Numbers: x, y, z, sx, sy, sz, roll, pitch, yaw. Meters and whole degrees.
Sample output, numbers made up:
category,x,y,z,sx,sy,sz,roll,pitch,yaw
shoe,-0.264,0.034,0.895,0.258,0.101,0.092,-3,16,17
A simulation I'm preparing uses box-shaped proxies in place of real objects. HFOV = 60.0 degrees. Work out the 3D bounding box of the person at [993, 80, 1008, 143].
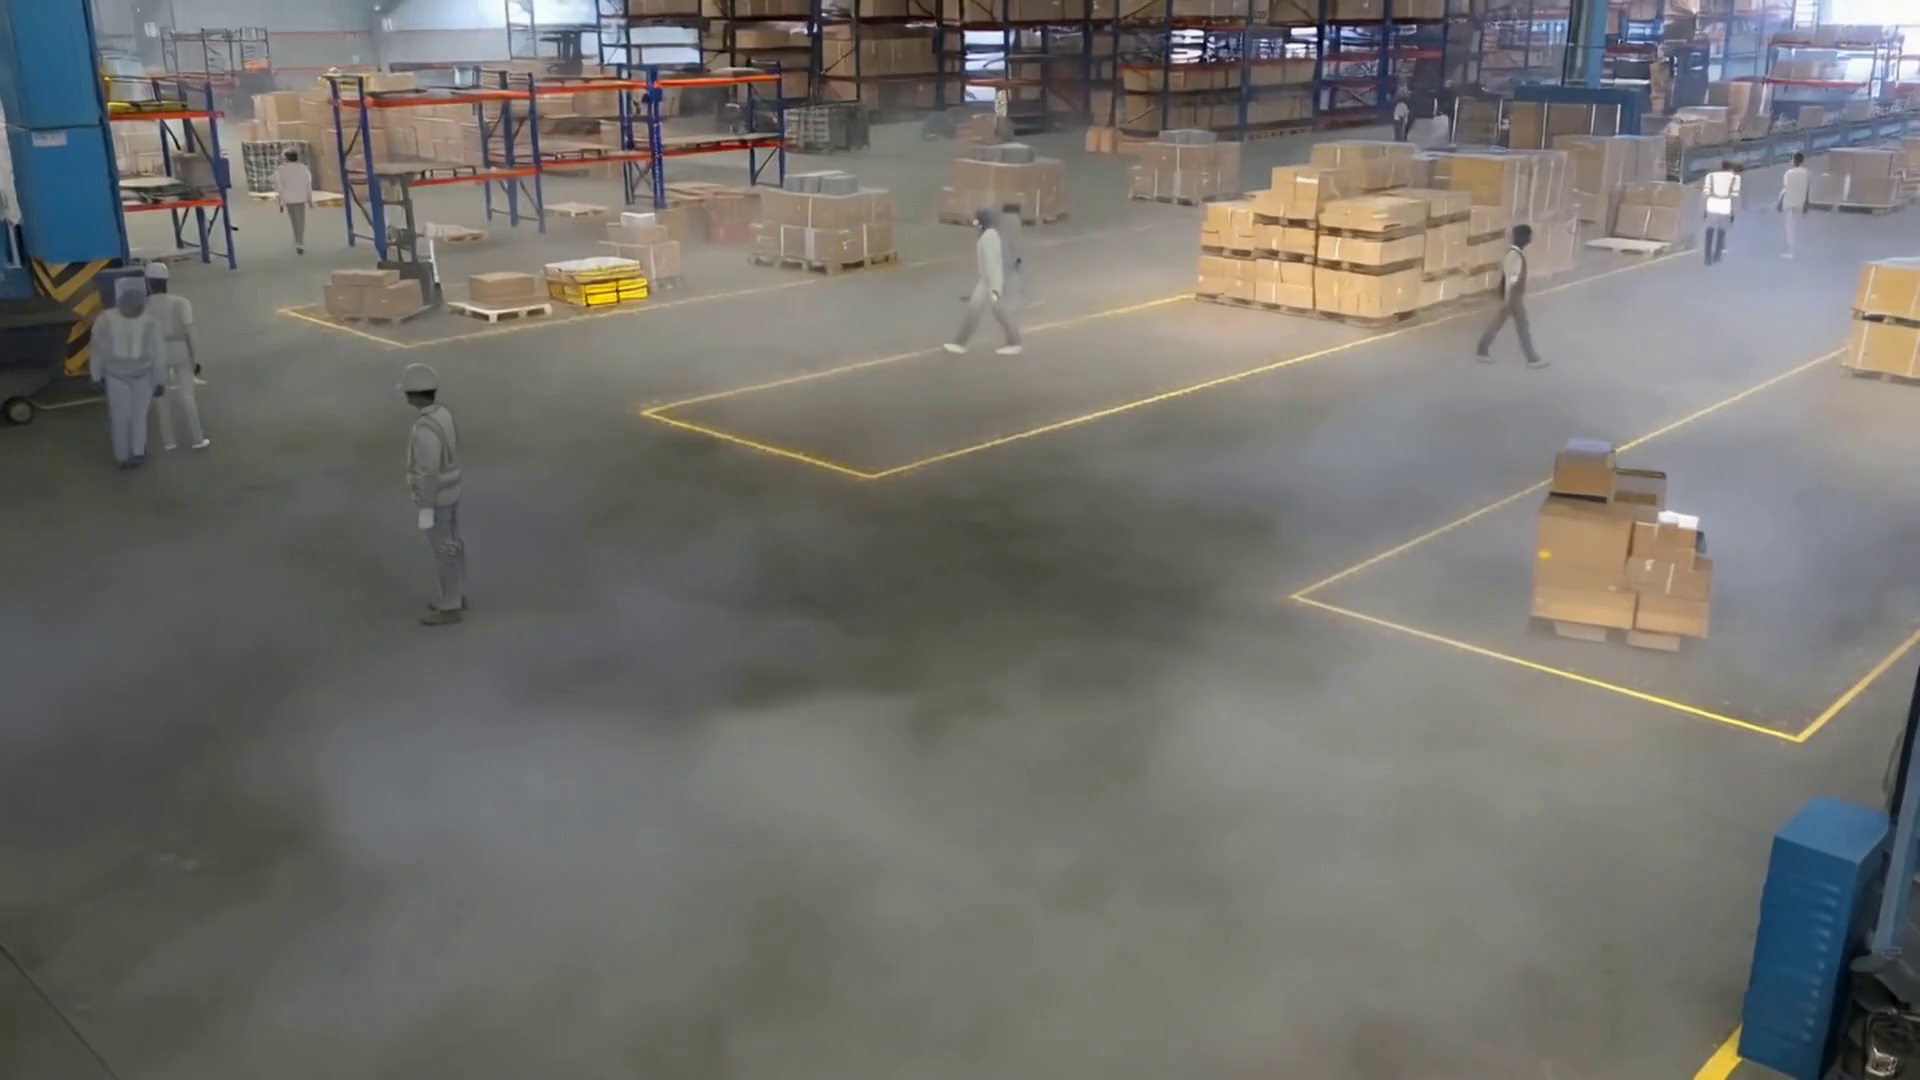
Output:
category,x,y,z,sx,sy,sz,roll,pitch,yaw
person,1.233,-13.046,50.685,0.412,1.862,0.579,-11,21,-29

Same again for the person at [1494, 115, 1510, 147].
category,x,y,z,sx,sy,sz,roll,pitch,yaw
person,11.949,-8.419,36.719,0.328,1.877,0.513,17,25,42

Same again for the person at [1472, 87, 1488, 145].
category,x,y,z,sx,sy,sz,roll,pitch,yaw
person,15.362,-12.473,49.129,0.576,1.743,0.538,-15,24,-39

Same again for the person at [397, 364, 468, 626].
category,x,y,z,sx,sy,sz,roll,pitch,yaw
person,-3.862,-0.334,12.243,0.387,1.949,0.602,-2,18,-5

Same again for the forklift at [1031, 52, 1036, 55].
category,x,y,z,sx,sy,sz,roll,pitch,yaw
forklift,3.657,-21.935,75.870,1.873,2.768,1.129,16,24,41

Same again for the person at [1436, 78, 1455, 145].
category,x,y,z,sx,sy,sz,roll,pitch,yaw
person,14.426,-12.660,49.308,0.622,1.992,0.395,-14,23,-36

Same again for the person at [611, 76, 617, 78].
category,x,y,z,sx,sy,sz,roll,pitch,yaw
person,-11.918,-15.227,57.616,0.315,1.629,0.509,-17,25,-41

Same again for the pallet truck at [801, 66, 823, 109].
category,x,y,z,sx,sy,sz,roll,pitch,yaw
pallet truck,-4.812,-15.182,56.903,0.823,1.965,1.885,-9,21,-26

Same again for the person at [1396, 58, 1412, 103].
category,x,y,z,sx,sy,sz,roll,pitch,yaw
person,18.199,-18.882,68.204,0.639,1.902,0.407,7,20,20

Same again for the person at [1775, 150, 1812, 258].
category,x,y,z,sx,sy,sz,roll,pitch,yaw
person,14.551,-5.869,29.081,0.505,1.846,0.519,-4,19,-11

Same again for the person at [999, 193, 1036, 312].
category,x,y,z,sx,sy,sz,roll,pitch,yaw
person,0.816,-4.158,24.104,0.711,1.717,0.507,-15,24,-38

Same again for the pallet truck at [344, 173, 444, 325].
category,x,y,z,sx,sy,sz,roll,pitch,yaw
pallet truck,-8.209,-4.181,23.757,0.823,1.965,1.885,3,19,9

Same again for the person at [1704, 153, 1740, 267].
category,x,y,z,sx,sy,sz,roll,pitch,yaw
person,12.896,-5.604,28.260,0.541,1.886,1.055,8,20,23

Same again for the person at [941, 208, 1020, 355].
category,x,y,z,sx,sy,sz,roll,pitch,yaw
person,0.305,-3.291,21.261,1.032,1.878,0.651,2,18,6

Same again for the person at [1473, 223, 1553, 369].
category,x,y,z,sx,sy,sz,roll,pitch,yaw
person,6.887,-3.020,20.584,0.955,1.794,0.527,7,20,20

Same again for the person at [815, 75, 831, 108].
category,x,y,z,sx,sy,sz,roll,pitch,yaw
person,-4.593,-14.484,55.108,0.804,1.819,0.620,12,22,32

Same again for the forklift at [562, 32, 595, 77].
category,x,y,z,sx,sy,sz,roll,pitch,yaw
forklift,-15.883,-19.452,68.388,1.129,2.768,1.873,17,25,41

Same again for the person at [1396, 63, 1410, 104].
category,x,y,z,sx,sy,sz,roll,pitch,yaw
person,17.848,-18.381,67.061,0.718,1.659,0.542,-11,21,-30

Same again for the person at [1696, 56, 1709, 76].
category,x,y,z,sx,sy,sz,roll,pitch,yaw
person,32.558,-20.371,73.009,0.557,1.681,0.357,8,20,22

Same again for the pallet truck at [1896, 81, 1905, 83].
category,x,y,z,sx,sy,sz,roll,pitch,yaw
pallet truck,34.802,-16.331,61.455,0.653,1.274,1.630,17,25,41

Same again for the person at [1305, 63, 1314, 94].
category,x,y,z,sx,sy,sz,roll,pitch,yaw
person,14.426,-18.757,68.310,0.739,1.609,0.511,16,24,40

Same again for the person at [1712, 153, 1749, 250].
category,x,y,z,sx,sy,sz,roll,pitch,yaw
person,13.840,-6.092,29.930,0.555,1.725,0.483,1,18,2

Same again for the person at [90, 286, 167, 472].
category,x,y,z,sx,sy,sz,roll,pitch,yaw
person,-8.058,-1.564,16.195,0.697,1.794,0.635,-12,22,-32

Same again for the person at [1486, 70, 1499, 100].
category,x,y,z,sx,sy,sz,roll,pitch,yaw
person,21.909,-19.027,68.635,0.643,1.905,0.399,-9,20,-25

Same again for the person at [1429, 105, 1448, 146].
category,x,y,z,sx,sy,sz,roll,pitch,yaw
person,12.613,-10.700,44.009,0.506,1.610,0.686,-3,19,-8

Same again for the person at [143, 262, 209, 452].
category,x,y,z,sx,sy,sz,roll,pitch,yaw
person,-8.004,-1.842,16.834,0.585,1.920,0.374,-4,19,-11

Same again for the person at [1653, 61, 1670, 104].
category,x,y,z,sx,sy,sz,roll,pitch,yaw
person,28.567,-18.685,67.636,0.981,1.897,0.561,-16,24,-40

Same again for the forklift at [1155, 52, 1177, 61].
category,x,y,z,sx,sy,sz,roll,pitch,yaw
forklift,6.703,-14.732,54.168,1.129,2.768,1.873,17,25,41

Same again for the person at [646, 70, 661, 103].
category,x,y,z,sx,sy,sz,roll,pitch,yaw
person,-10.381,-14.973,56.417,0.606,1.908,0.399,8,20,22

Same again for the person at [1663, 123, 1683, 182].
category,x,y,z,sx,sy,sz,roll,pitch,yaw
person,15.798,-8.377,36.887,0.323,1.689,0.537,-2,19,-7

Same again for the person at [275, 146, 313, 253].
category,x,y,z,sx,sy,sz,roll,pitch,yaw
person,-11.875,-6.078,29.695,0.577,1.871,1.000,-3,19,-8

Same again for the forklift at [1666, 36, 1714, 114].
category,x,y,z,sx,sy,sz,roll,pitch,yaw
forklift,27.341,-17.291,61.877,1.129,2.768,1.873,17,25,41

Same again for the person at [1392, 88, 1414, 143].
category,x,y,z,sx,sy,sz,roll,pitch,yaw
person,11.605,-10.784,43.583,0.537,2.000,0.682,2,18,6

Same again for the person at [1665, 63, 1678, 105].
category,x,y,z,sx,sy,sz,roll,pitch,yaw
person,27.535,-17.479,64.175,0.587,1.782,0.973,14,23,36
